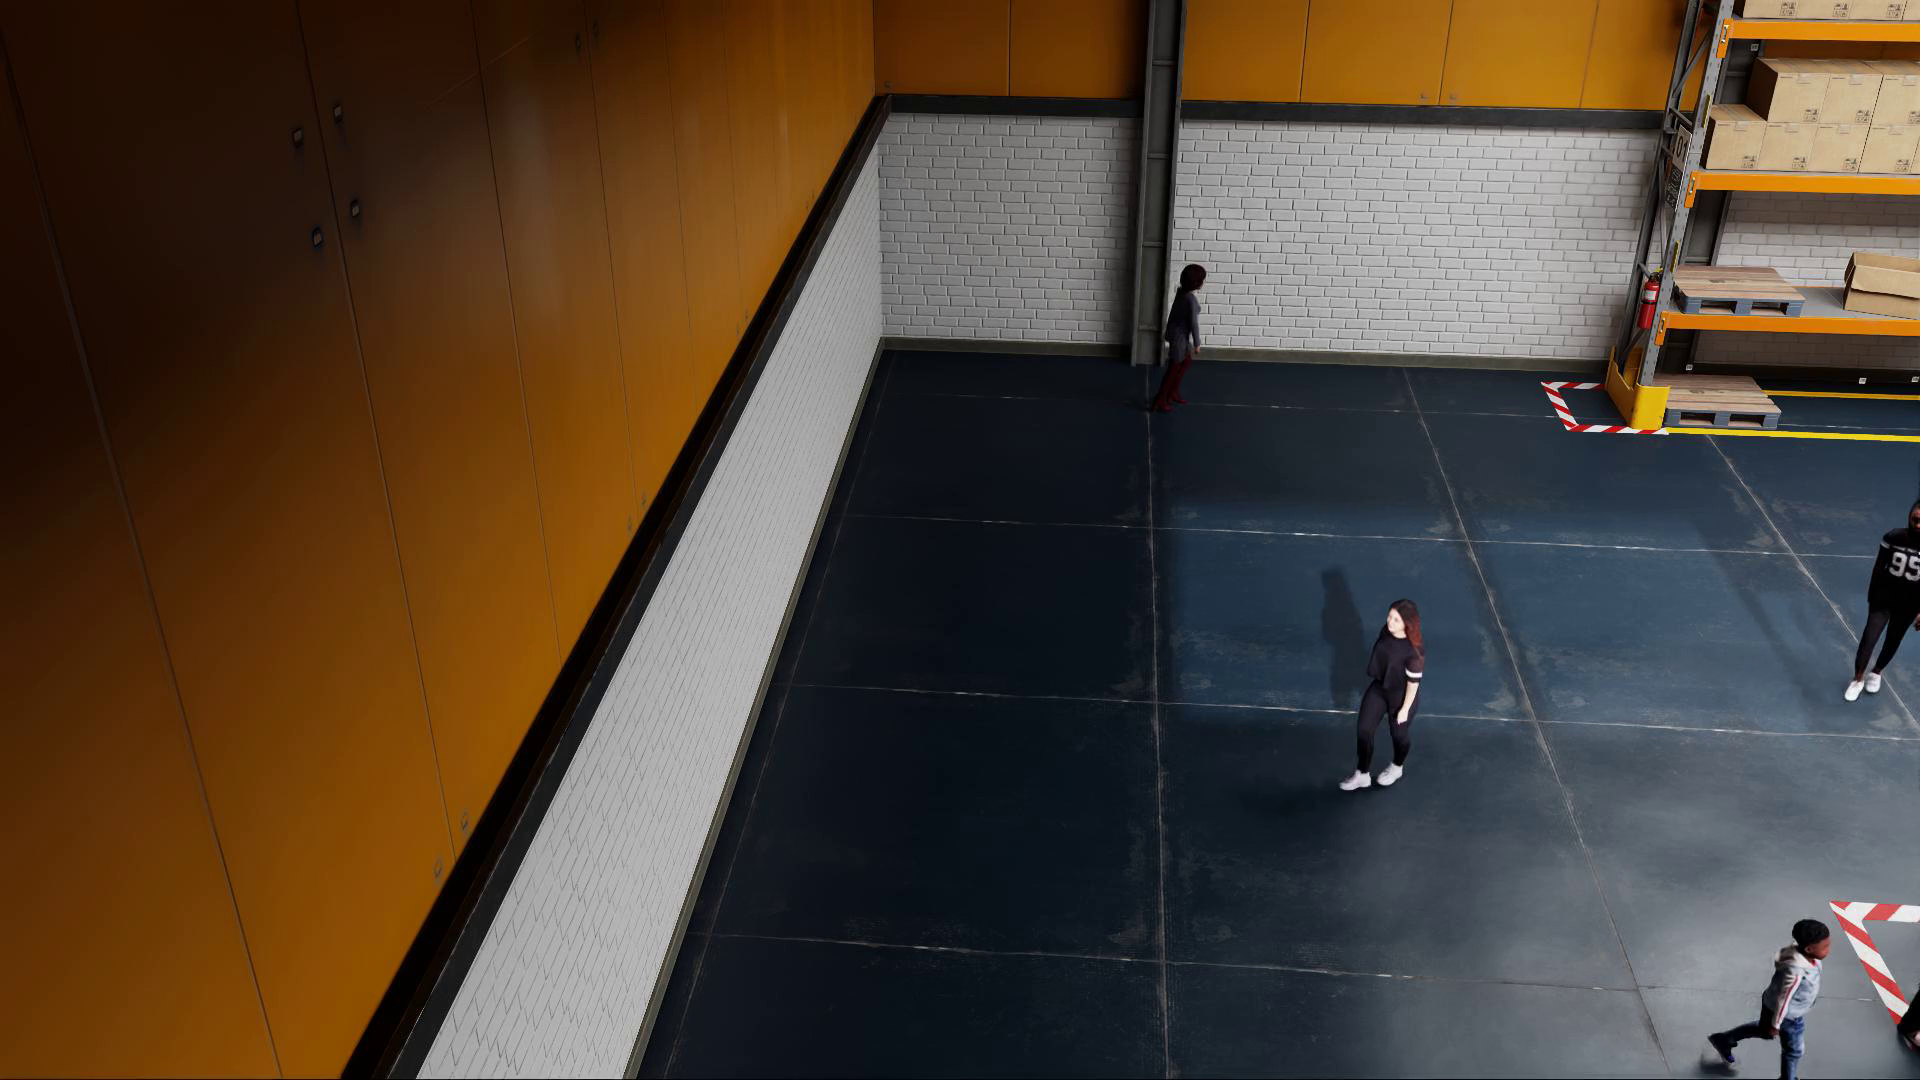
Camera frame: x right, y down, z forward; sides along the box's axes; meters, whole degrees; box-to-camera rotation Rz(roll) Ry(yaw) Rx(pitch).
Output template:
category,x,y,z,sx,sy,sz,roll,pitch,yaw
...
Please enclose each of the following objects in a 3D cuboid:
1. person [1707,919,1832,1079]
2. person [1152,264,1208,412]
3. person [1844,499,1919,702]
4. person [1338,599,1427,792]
category,x,y,z,sx,sy,sz,roll,pitch,yaw
person,4.737,2.666,9.652,0.928,1.247,0.751,15,32,26
person,2.320,-2.177,18.069,0.789,1.689,0.698,-10,30,-17
person,7.476,0.449,13.229,0.839,1.713,0.859,17,33,28
person,3.222,1.111,12.114,0.932,1.618,0.839,-16,32,-26
